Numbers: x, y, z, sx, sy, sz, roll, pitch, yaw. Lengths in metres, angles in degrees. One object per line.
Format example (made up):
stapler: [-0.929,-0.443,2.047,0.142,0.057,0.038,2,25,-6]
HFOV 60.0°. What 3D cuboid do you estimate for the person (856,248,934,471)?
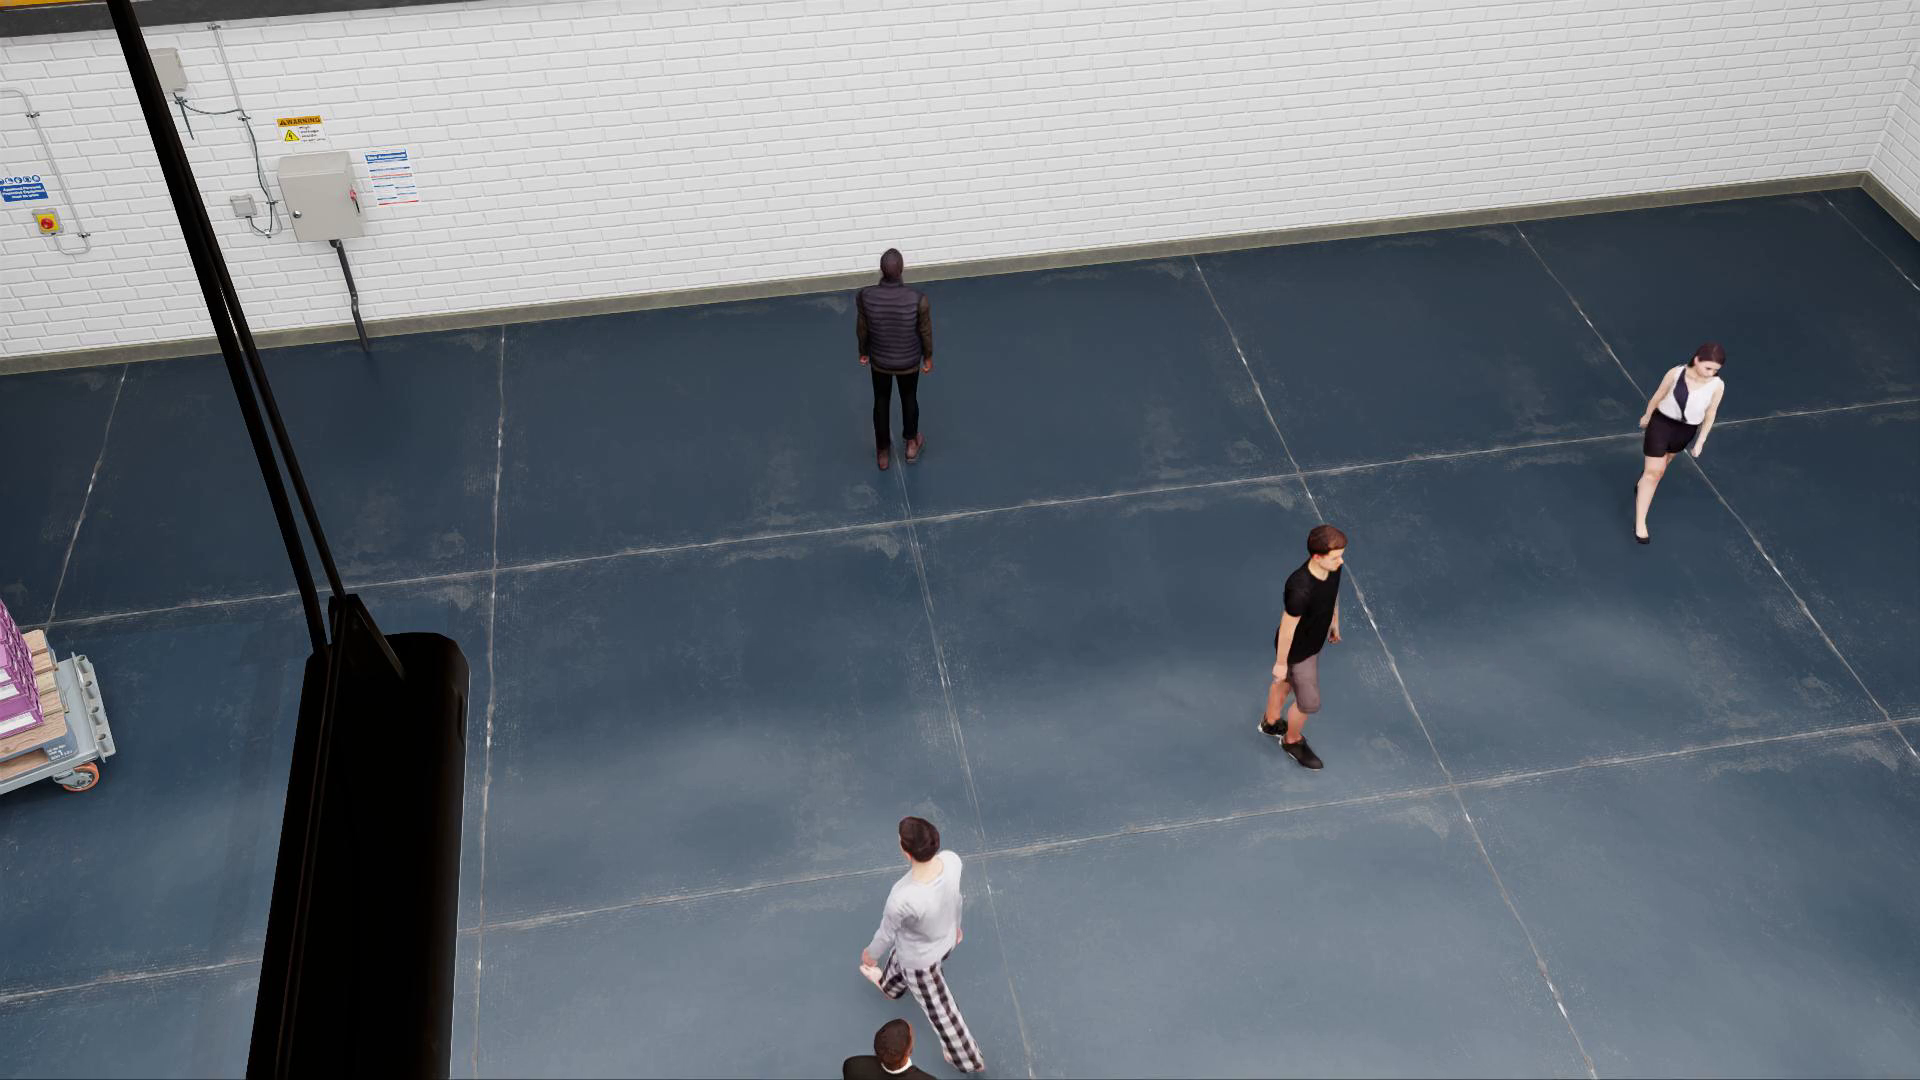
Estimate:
person: [-0.482,-1.318,12.061,0.792,1.837,0.788,4,44,4]

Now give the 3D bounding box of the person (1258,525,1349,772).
person: [1.997,0.571,10.067,0.937,1.853,0.877,26,49,24]

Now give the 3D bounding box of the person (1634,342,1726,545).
person: [5.002,-0.811,11.702,0.867,1.599,1.110,15,46,15]

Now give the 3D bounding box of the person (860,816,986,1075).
person: [-0.115,2.122,8.476,1.206,1.801,1.112,28,50,27]

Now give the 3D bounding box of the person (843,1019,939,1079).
person: [-0.280,2.791,7.774,0.744,1.802,0.732,12,45,13]
